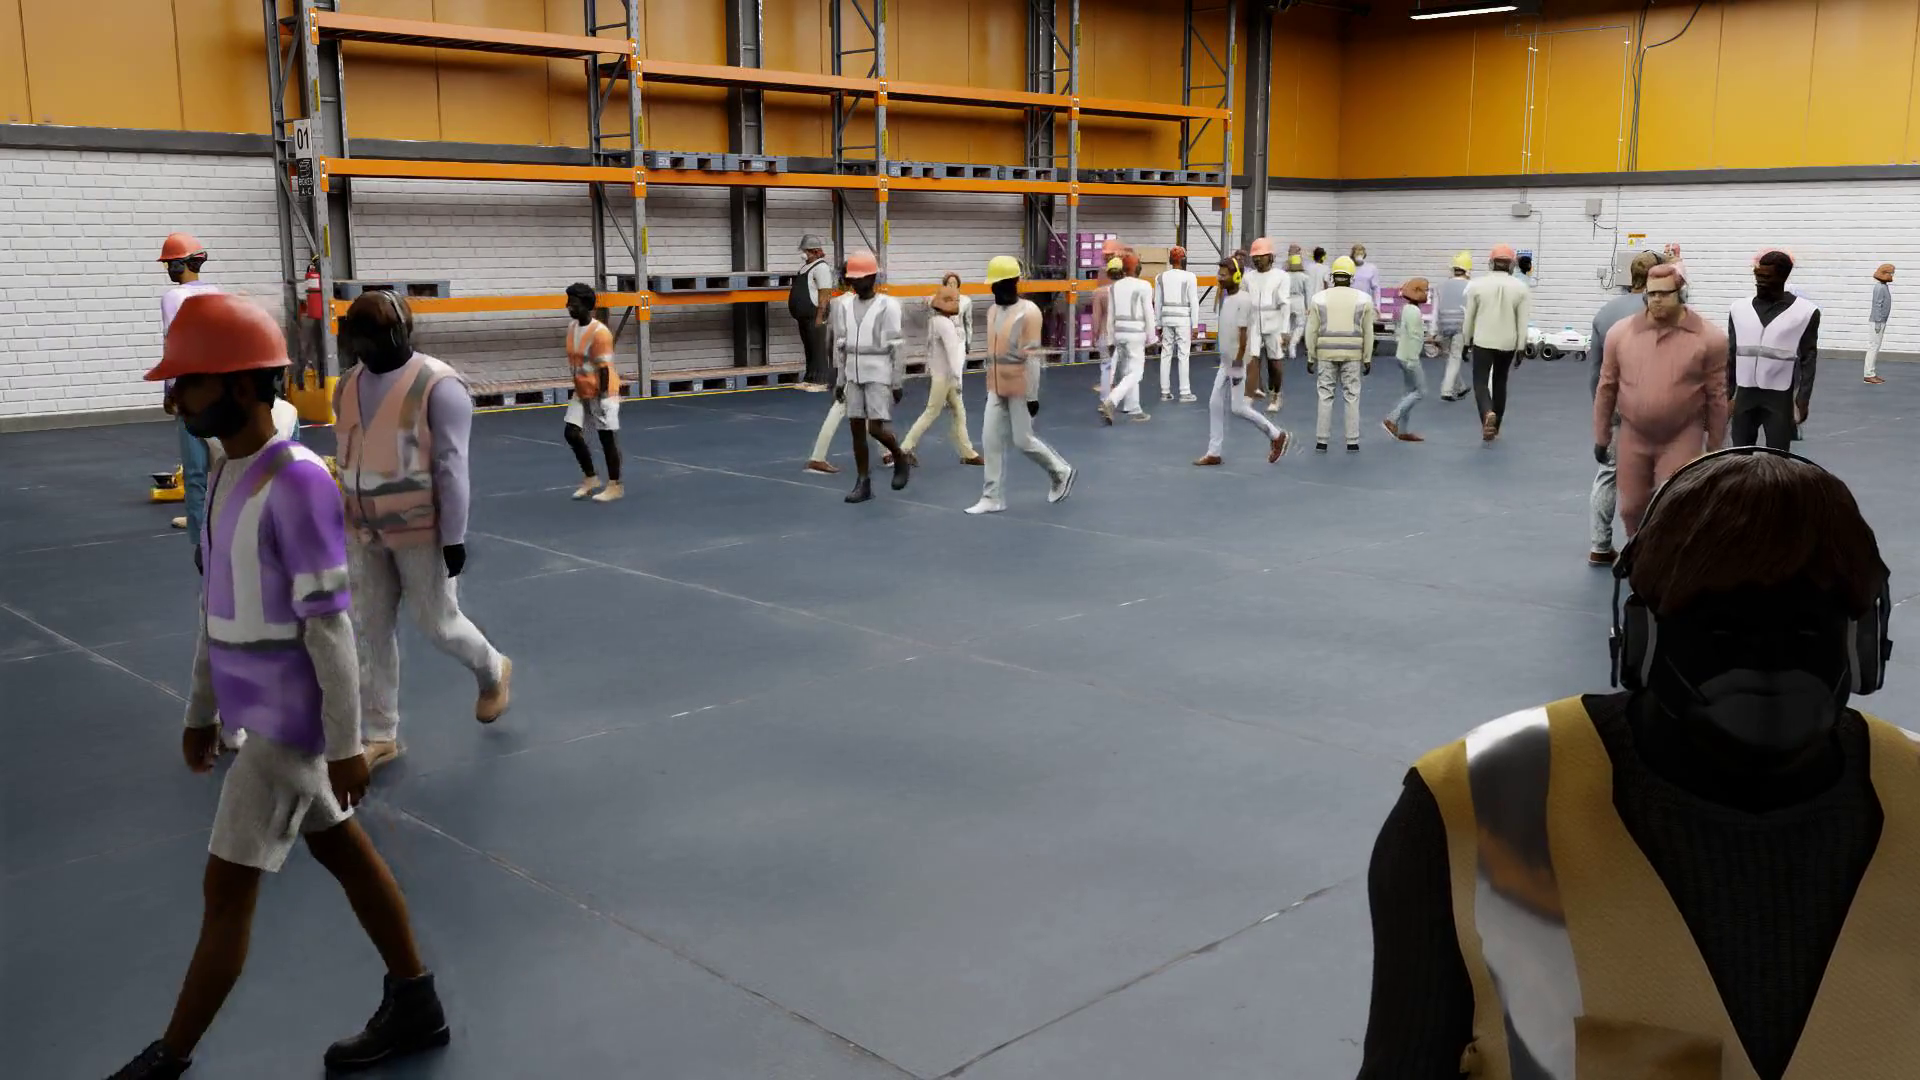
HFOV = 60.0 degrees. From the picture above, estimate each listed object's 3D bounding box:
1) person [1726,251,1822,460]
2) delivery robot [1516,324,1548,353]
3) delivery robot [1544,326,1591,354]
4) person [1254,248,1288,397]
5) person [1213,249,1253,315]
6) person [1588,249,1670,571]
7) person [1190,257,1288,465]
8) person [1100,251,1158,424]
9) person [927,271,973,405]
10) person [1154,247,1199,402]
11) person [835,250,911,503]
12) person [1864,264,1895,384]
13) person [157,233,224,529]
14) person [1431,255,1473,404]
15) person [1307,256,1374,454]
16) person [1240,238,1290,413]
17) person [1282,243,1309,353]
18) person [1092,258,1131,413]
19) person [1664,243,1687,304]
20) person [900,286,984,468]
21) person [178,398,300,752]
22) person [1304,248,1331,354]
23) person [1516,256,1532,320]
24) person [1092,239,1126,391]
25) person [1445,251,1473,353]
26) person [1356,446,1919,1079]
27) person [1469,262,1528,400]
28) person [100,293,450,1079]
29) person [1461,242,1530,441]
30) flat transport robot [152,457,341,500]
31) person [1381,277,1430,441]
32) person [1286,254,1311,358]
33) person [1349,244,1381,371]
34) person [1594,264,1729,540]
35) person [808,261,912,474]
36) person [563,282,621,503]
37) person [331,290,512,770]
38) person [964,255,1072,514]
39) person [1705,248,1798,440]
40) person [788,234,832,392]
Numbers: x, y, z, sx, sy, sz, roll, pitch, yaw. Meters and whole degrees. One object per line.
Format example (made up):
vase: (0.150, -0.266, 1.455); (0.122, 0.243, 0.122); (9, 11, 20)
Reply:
person: (5.498, -1.000, 11.342); (0.399, 1.916, 0.588); (-10, 15, -44)
delivery robot: (9.412, -3.319, 27.439); (0.477, 0.478, 0.707); (-5, 11, -26)
delivery robot: (9.816, -3.207, 26.830); (0.707, 0.478, 0.477); (8, 13, 37)
person: (3.849, -2.769, 21.011); (0.616, 1.913, 1.031); (3, 11, 16)
person: (4.373, -3.738, 26.601); (0.644, 1.787, 0.911); (2, 11, 9)
person: (4.055, -0.766, 10.000); (0.356, 1.938, 0.633); (-5, 11, -25)
person: (2.469, -1.552, 14.584); (0.778, 1.848, 0.502); (-3, 11, -14)
person: (1.792, -2.159, 17.836); (0.828, 1.857, 0.579); (-9, 14, -39)
person: (-0.114, -2.287, 19.169); (0.522, 1.614, 0.658); (0, 10, 1)
person: (2.649, -2.628, 20.305); (0.574, 1.883, 0.355); (7, 12, 33)
person: (-0.666, -1.242, 12.665); (0.543, 1.914, 0.582); (7, 12, 33)
person: (12.638, -2.970, 22.850); (0.268, 1.631, 0.509); (7, 13, 34)
person: (-5.314, -1.097, 11.542); (0.394, 2.037, 0.607); (2, 11, 12)
person: (6.064, -2.550, 20.160); (0.941, 1.777, 0.615); (-10, 14, -44)
person: (3.529, -1.716, 15.466); (0.602, 1.830, 0.404); (2, 11, 12)
person: (3.430, -2.392, 18.742); (0.634, 1.996, 1.045); (6, 12, 28)
person: (5.797, -4.190, 28.810); (0.665, 1.884, 0.656); (-5, 12, -25)
person: (1.762, -2.328, 18.987); (0.527, 1.767, 0.331); (0, 10, 2)
person: (10.796, -3.555, 25.305); (0.399, 1.905, 0.643); (4, 11, 19)
person: (-0.168, -1.412, 14.499); (0.860, 1.594, 0.519); (-1, 10, -7)
person: (-2.833, 0.001, 6.631); (0.308, 1.641, 0.516); (7, 12, 33)
person: (6.105, -4.109, 28.597); (0.556, 1.807, 0.998); (5, 12, 26)
person: (9.542, -4.013, 28.407); (0.530, 1.679, 0.542); (5, 11, 25)
person: (2.020, -2.933, 21.708); (0.663, 1.979, 0.629); (-6, 12, -29)
person: (8.663, -4.100, 28.709); (0.555, 1.738, 0.604); (-10, 14, -43)
person: (0.680, 0.827, 1.578); (0.633, 1.842, 0.429); (1, 10, 8)
person: (6.294, -2.417, 19.448); (0.630, 1.784, 0.962); (8, 13, 39)
person: (-1.666, 0.396, 3.798); (0.985, 1.884, 0.566); (-8, 13, -36)
person: (5.243, -1.929, 16.280); (0.611, 1.966, 0.859); (1, 10, 8)
flat transport robot: (-5.540, -0.497, 13.085); (1.431, 0.197, 0.652); (-4, 11, -21)
person: (4.408, -1.753, 16.262); (0.367, 1.620, 0.502); (1, 10, 6)
person: (5.474, -3.821, 27.277); (0.487, 1.717, 0.736); (6, 12, 28)
person: (5.956, -3.476, 24.931); (0.631, 1.891, 1.025); (-1, 10, -3)
person: (3.855, -0.581, 9.155); (0.692, 1.875, 0.689); (7, 12, 32)
person: (-0.883, -1.474, 14.226); (1.037, 1.801, 0.524); (-6, 12, -28)
person: (-2.761, -1.099, 12.523); (0.526, 1.669, 0.434); (10, 14, 42)
person: (-2.116, -0.058, 6.454); (0.629, 1.823, 0.761); (4, 11, 22)
person: (0.437, -1.134, 12.172); (0.830, 1.888, 0.589); (-8, 13, -36)
person: (7.857, -1.912, 16.376); (1.003, 1.884, 0.568); (1, 10, 4)
person: (-1.957, -2.946, 21.608); (0.537, 2.000, 0.680); (-5, 12, -25)
